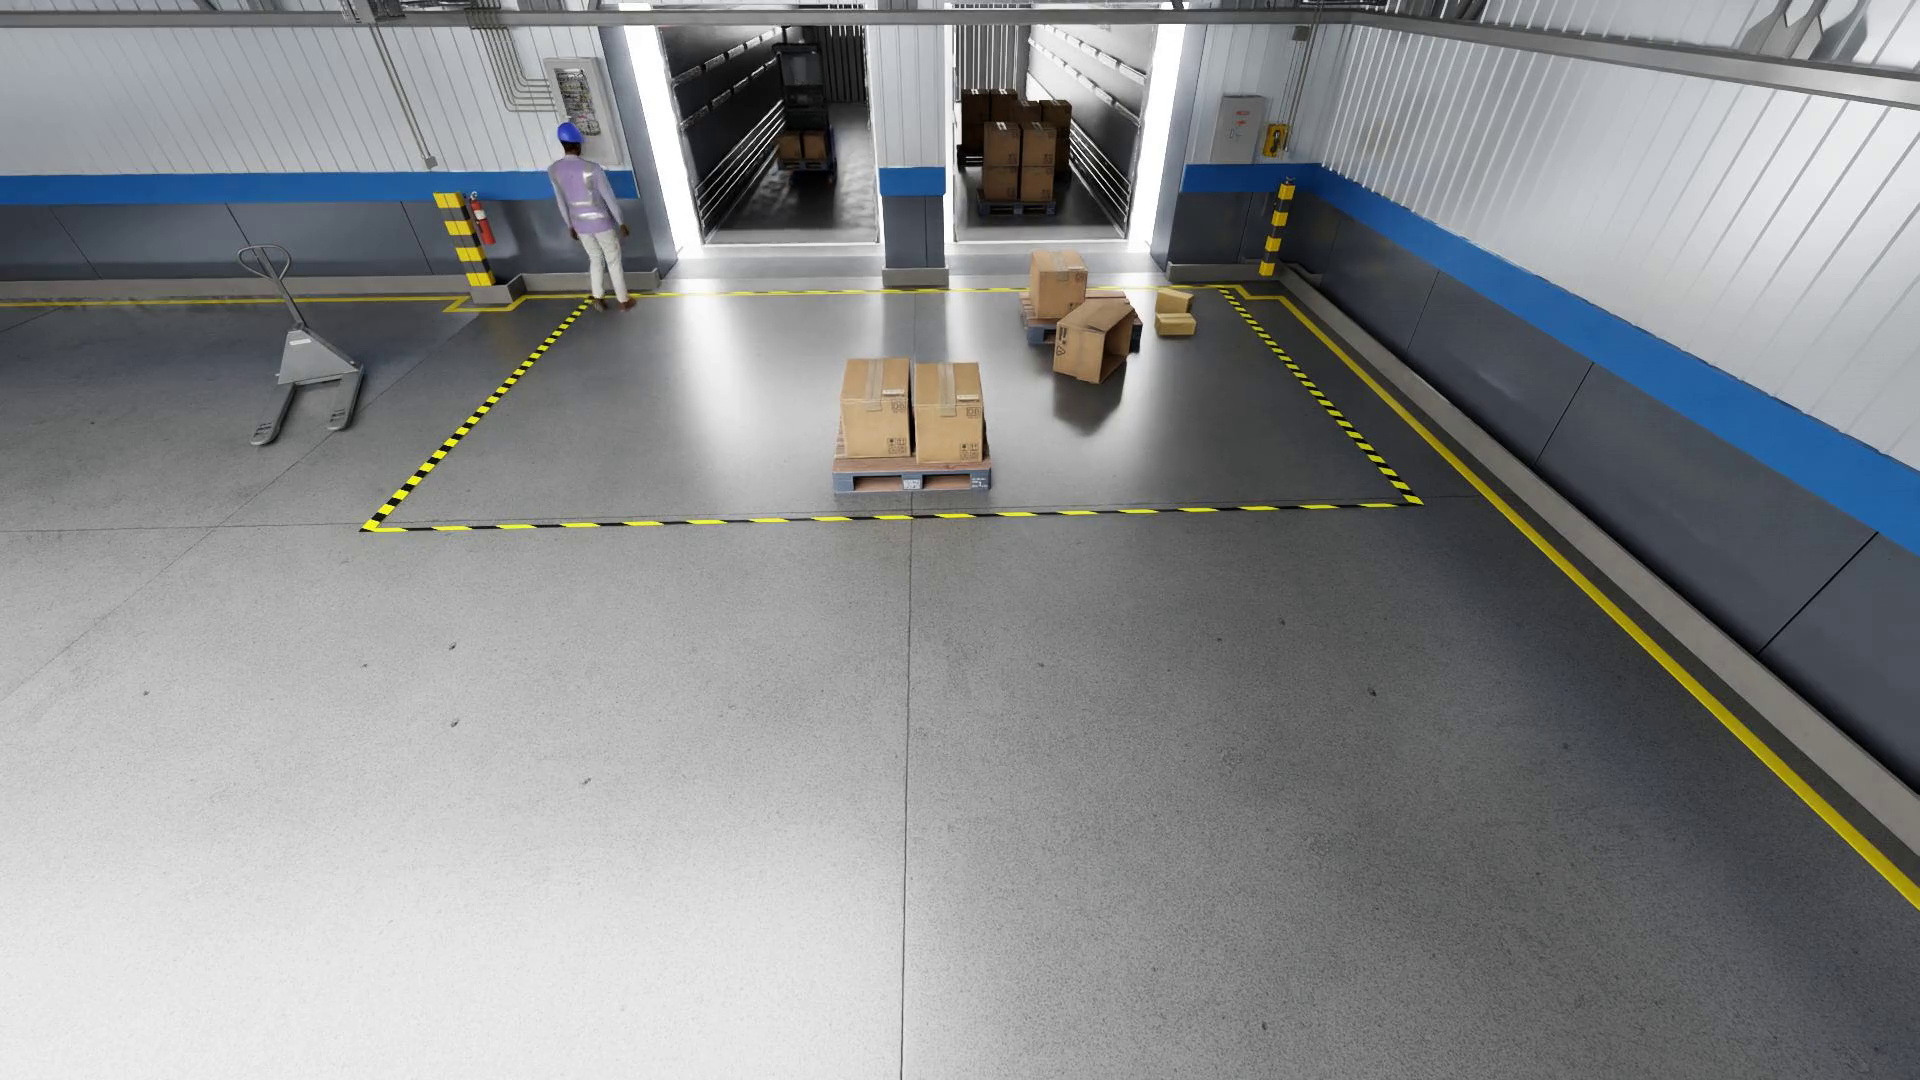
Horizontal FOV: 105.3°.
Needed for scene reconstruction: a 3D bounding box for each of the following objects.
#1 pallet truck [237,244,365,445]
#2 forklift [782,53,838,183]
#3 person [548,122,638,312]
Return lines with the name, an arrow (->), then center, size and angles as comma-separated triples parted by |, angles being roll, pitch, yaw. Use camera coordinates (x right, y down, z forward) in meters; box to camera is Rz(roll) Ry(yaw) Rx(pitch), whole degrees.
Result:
pallet truck -> -5.915, -1.733, 6.366 | 0.680, 1.201, 1.601 | -18, 42, -21
forklift -> -2.720, -7.732, 13.282 | 0.716, 2.013, 0.776 | -2, 39, -2
person -> -3.957, -3.410, 7.924 | 0.624, 1.935, 0.502 | 4, 39, 5
